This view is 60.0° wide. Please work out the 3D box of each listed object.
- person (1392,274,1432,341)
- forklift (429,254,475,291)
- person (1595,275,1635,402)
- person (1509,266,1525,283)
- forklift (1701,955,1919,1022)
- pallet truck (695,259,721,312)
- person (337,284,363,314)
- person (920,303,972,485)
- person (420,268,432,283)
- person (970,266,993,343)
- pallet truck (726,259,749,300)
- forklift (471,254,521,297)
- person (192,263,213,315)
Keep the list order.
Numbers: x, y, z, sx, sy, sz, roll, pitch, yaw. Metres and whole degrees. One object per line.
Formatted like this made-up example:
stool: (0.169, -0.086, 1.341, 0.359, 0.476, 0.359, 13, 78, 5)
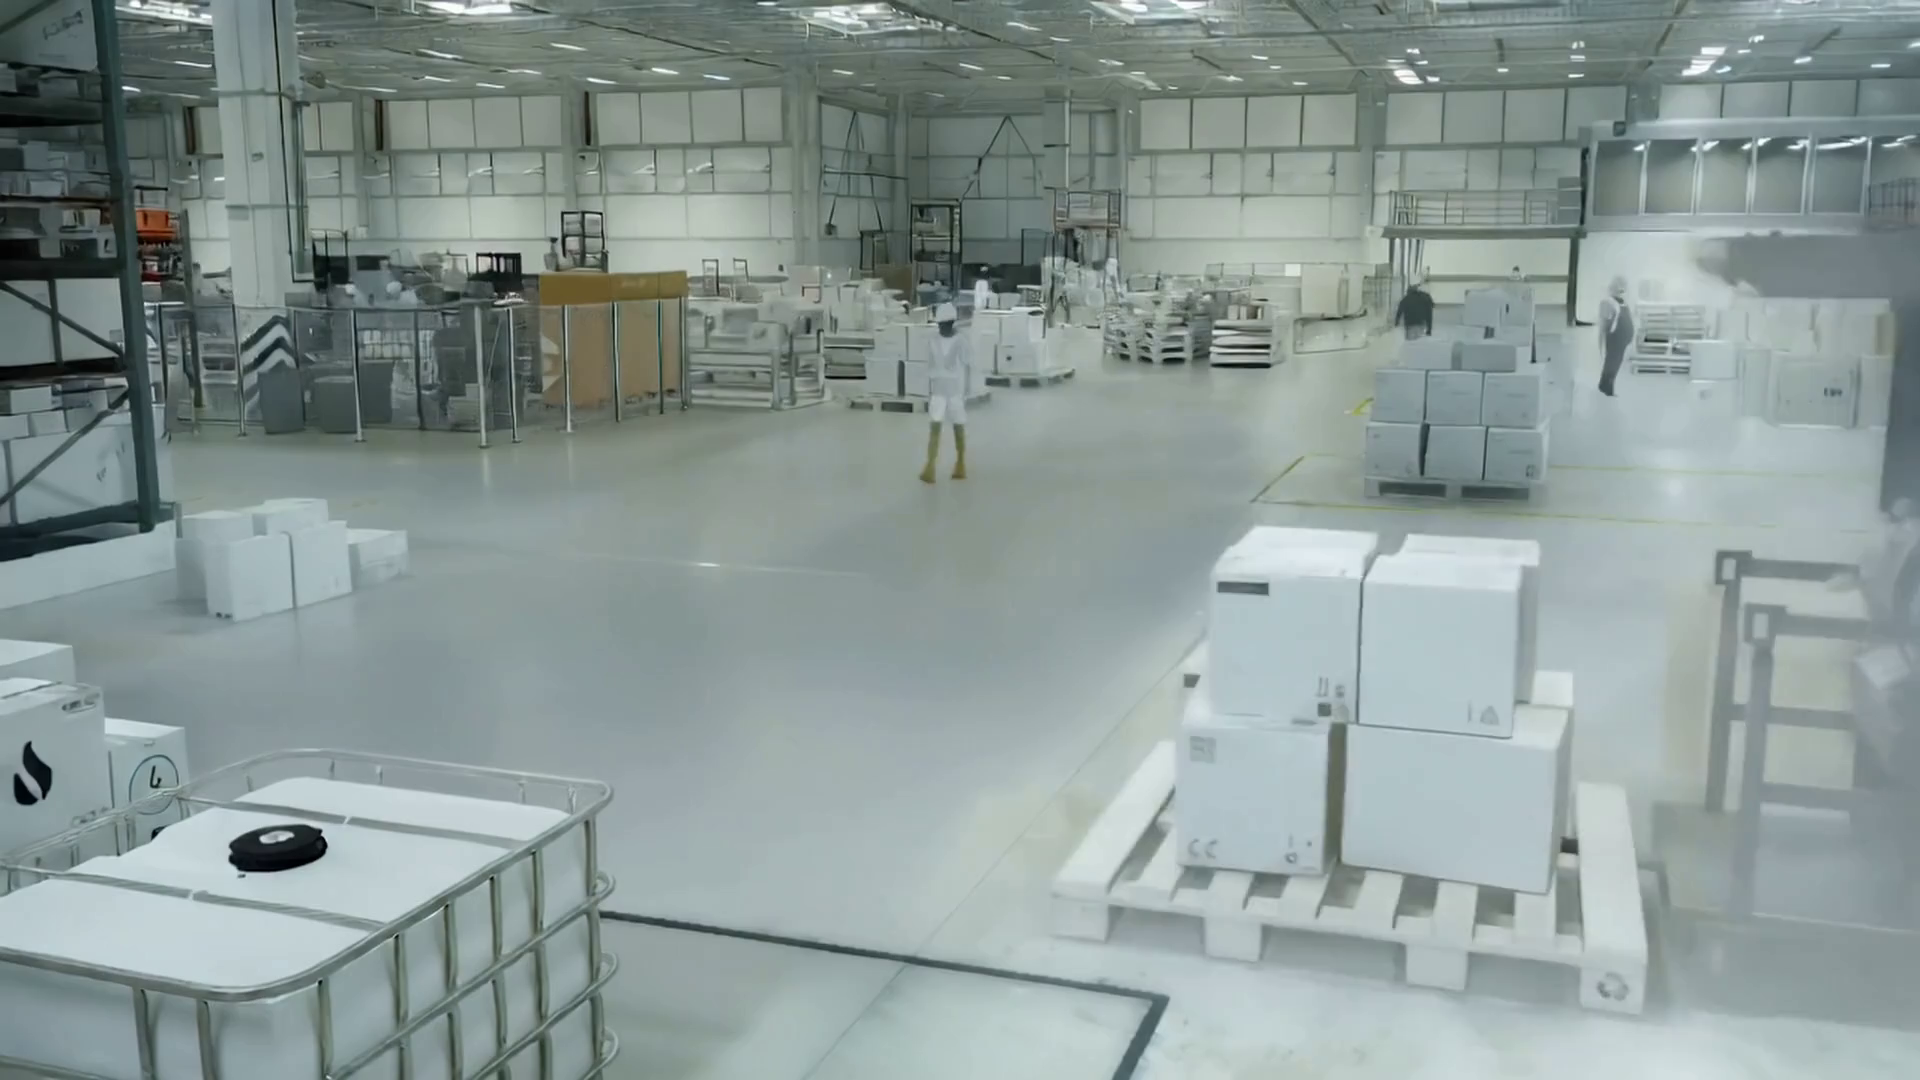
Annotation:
person: (8.493, -4.017, 31.321, 1.030, 1.938, 0.610, -10, 14, -44)
forklift: (-20.133, -10.254, 65.465, 1.157, 1.987, 2.680, 3, 11, 19)
person: (10.564, -3.254, 26.762, 0.537, 2.000, 0.687, 8, 13, 39)
person: (16.636, -7.273, 49.837, 0.355, 1.885, 0.575, -7, 12, -36)
forklift: (3.495, 0.119, 5.400, 1.873, 2.768, 1.129, 3, 11, 19)
pallet truck: (-9.165, -9.627, 62.776, 0.823, 1.965, 1.885, 4, 11, 23)
person: (-11.147, -3.802, 30.591, 0.987, 1.779, 0.605, 3, 11, 18)
person: (-0.144, -1.532, 17.494, 0.549, 1.883, 0.985, 3, 10, 15)
person: (-19.435, -9.197, 60.951, 0.887, 1.787, 0.600, -7, 12, -34)
person: (0.629, -5.383, 38.883, 1.025, 1.990, 0.631, -4, 11, -22)
pallet truck: (-7.986, -9.493, 62.019, 0.823, 1.965, 1.885, 3, 11, 17)
forklift: (-17.990, -10.121, 64.684, 1.157, 1.987, 2.680, 3, 11, 17)
person: (-26.909, -8.837, 58.733, 0.654, 1.853, 0.996, 6, 12, 32)
